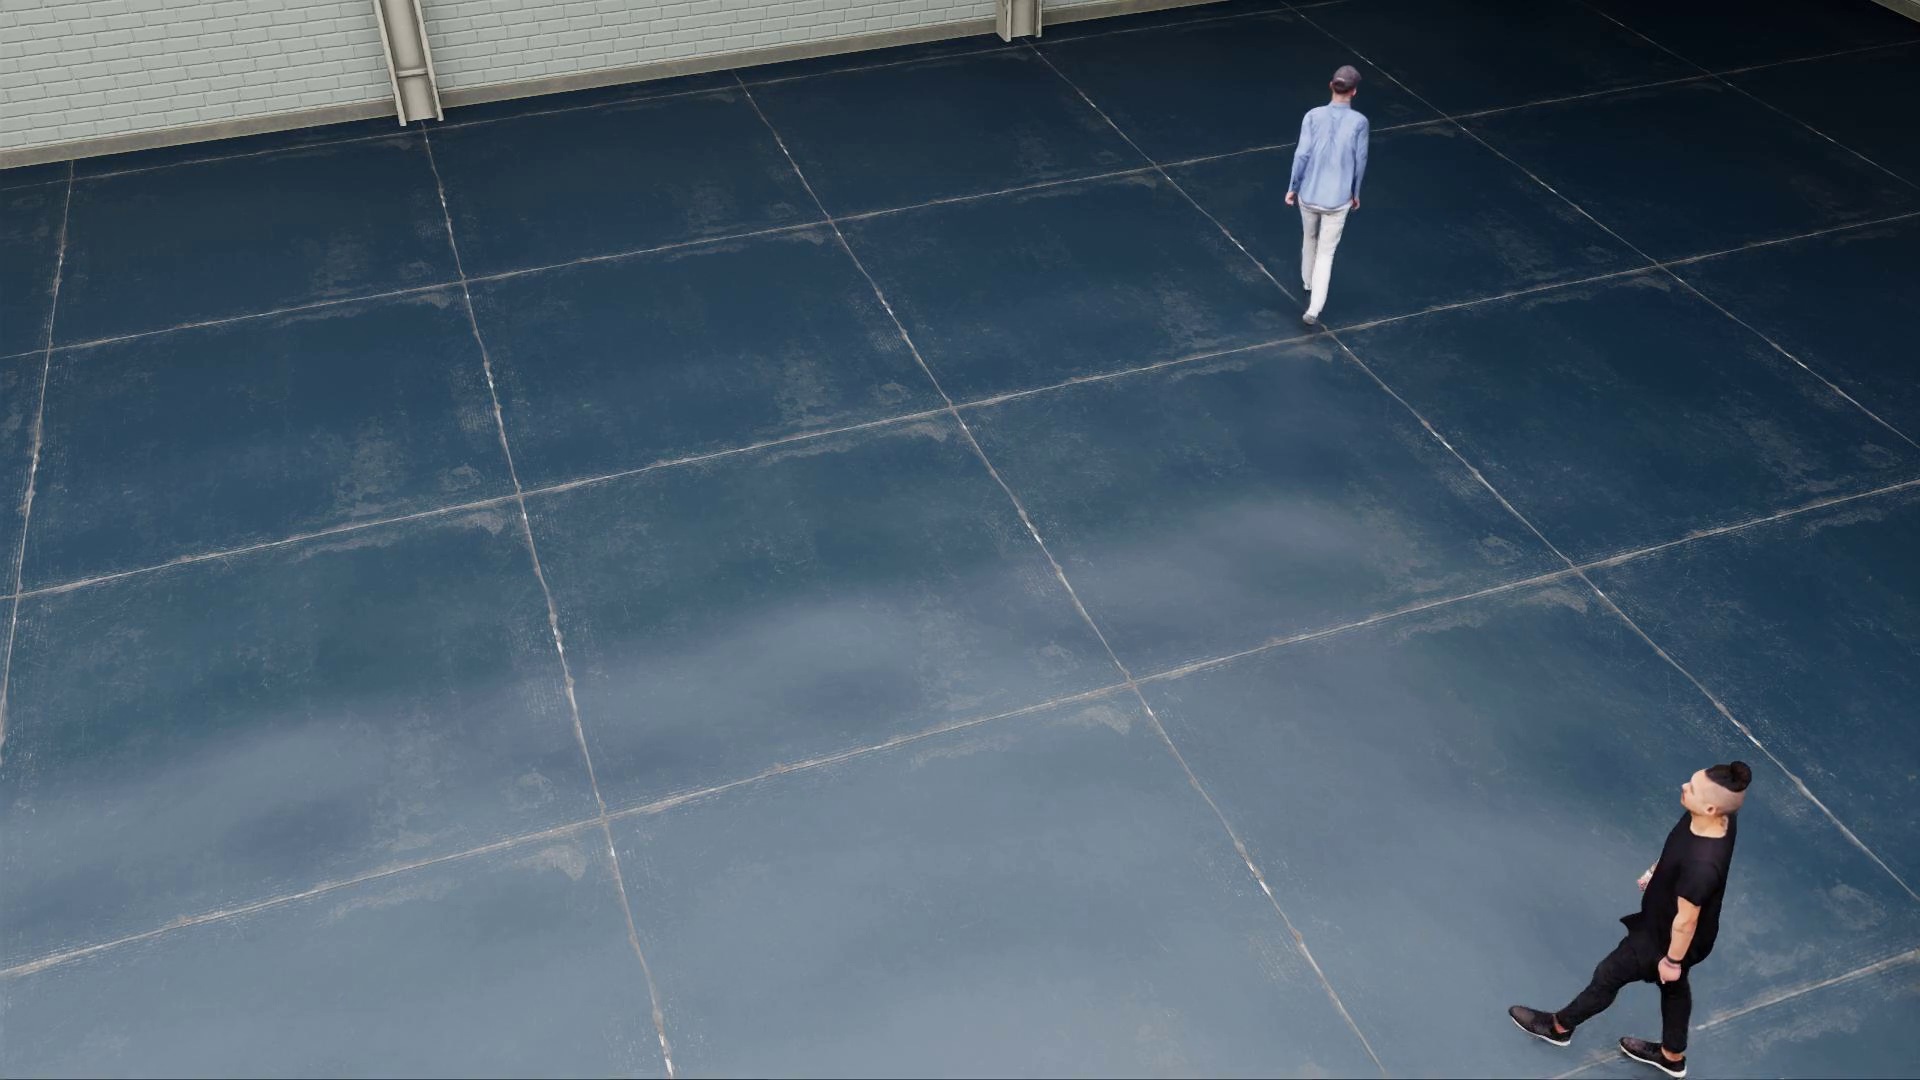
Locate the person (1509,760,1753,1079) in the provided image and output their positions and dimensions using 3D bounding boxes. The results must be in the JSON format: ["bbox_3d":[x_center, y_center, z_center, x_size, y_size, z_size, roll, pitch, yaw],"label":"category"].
[{"bbox_3d":[3.045,1.623,6.895,1.115,1.839,1.083,20,42,23],"label":"person"}]

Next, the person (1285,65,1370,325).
[{"bbox_3d":[2.652,-2.473,12.114,1.192,1.859,1.221,12,40,15],"label":"person"}]
